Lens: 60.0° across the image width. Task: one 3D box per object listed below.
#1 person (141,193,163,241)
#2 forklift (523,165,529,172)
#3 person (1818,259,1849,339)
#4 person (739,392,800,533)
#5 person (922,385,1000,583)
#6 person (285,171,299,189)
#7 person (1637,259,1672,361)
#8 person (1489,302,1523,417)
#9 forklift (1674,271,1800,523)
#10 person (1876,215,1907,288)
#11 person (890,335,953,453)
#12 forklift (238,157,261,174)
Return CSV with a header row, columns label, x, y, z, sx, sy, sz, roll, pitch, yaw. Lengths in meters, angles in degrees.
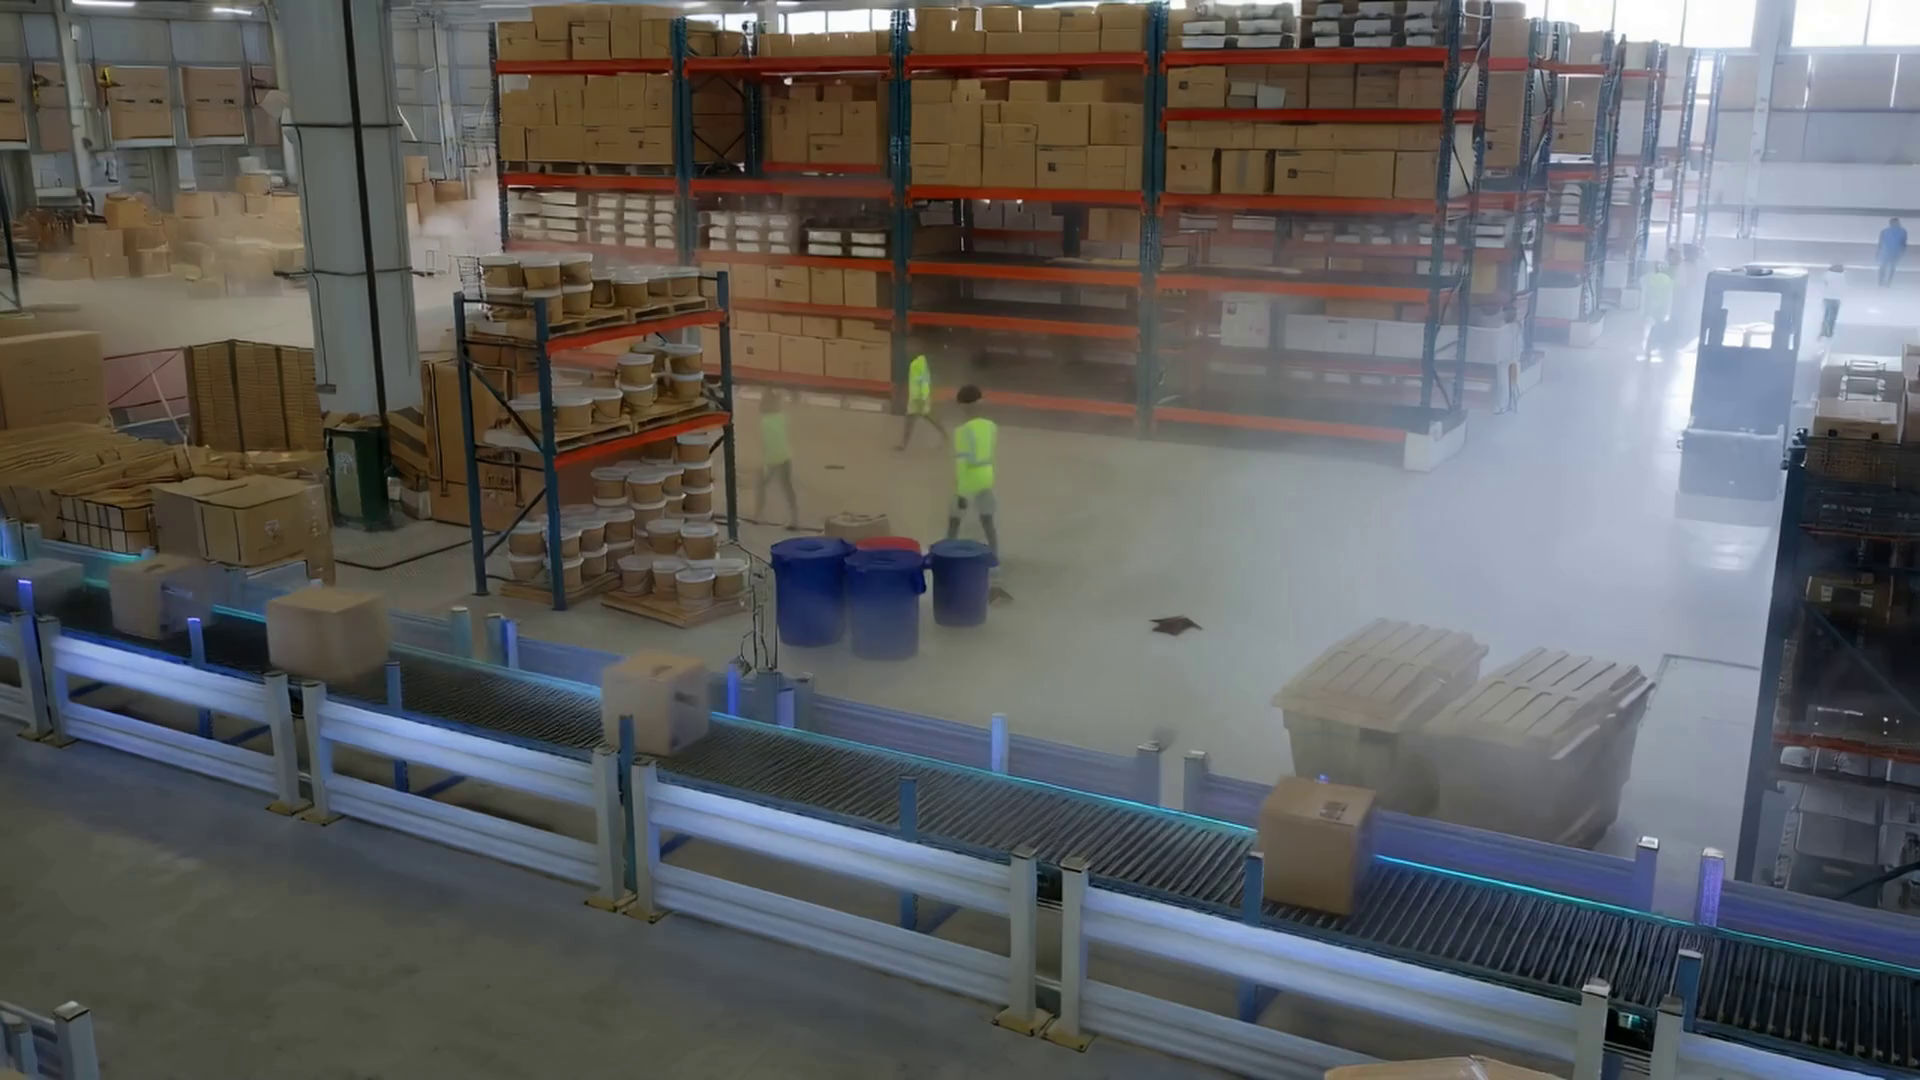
label,x,y,z,sx,sy,sz,roll,pitch,yaw
person,-25.759,-10.055,52.782,0.628,1.889,1.024,6,16,21
forklift,-16.560,-13.622,64.309,1.873,2.768,1.129,3,15,10
person,17.888,-4.935,34.063,0.525,1.618,0.370,14,20,42
person,-2.153,-0.885,18.898,0.851,1.588,0.521,11,19,36
person,0.047,-0.593,17.013,1.003,1.995,0.640,13,20,40
person,-27.254,-14.115,68.013,0.587,1.921,0.388,-10,18,-32
person,13.040,-4.306,31.172,0.399,1.900,0.643,-8,17,-29
person,8.456,-2.798,25.766,0.531,1.760,0.332,-8,17,-29
forklift,9.269,-1.763,19.726,1.129,2.768,1.873,8,17,27
person,24.203,-7.486,43.212,0.663,1.859,0.996,9,18,32
person,-0.504,-2.033,23.084,0.863,1.659,0.532,0,15,0
forklift,-24.311,-11.728,57.189,1.873,2.768,1.129,1,15,3
